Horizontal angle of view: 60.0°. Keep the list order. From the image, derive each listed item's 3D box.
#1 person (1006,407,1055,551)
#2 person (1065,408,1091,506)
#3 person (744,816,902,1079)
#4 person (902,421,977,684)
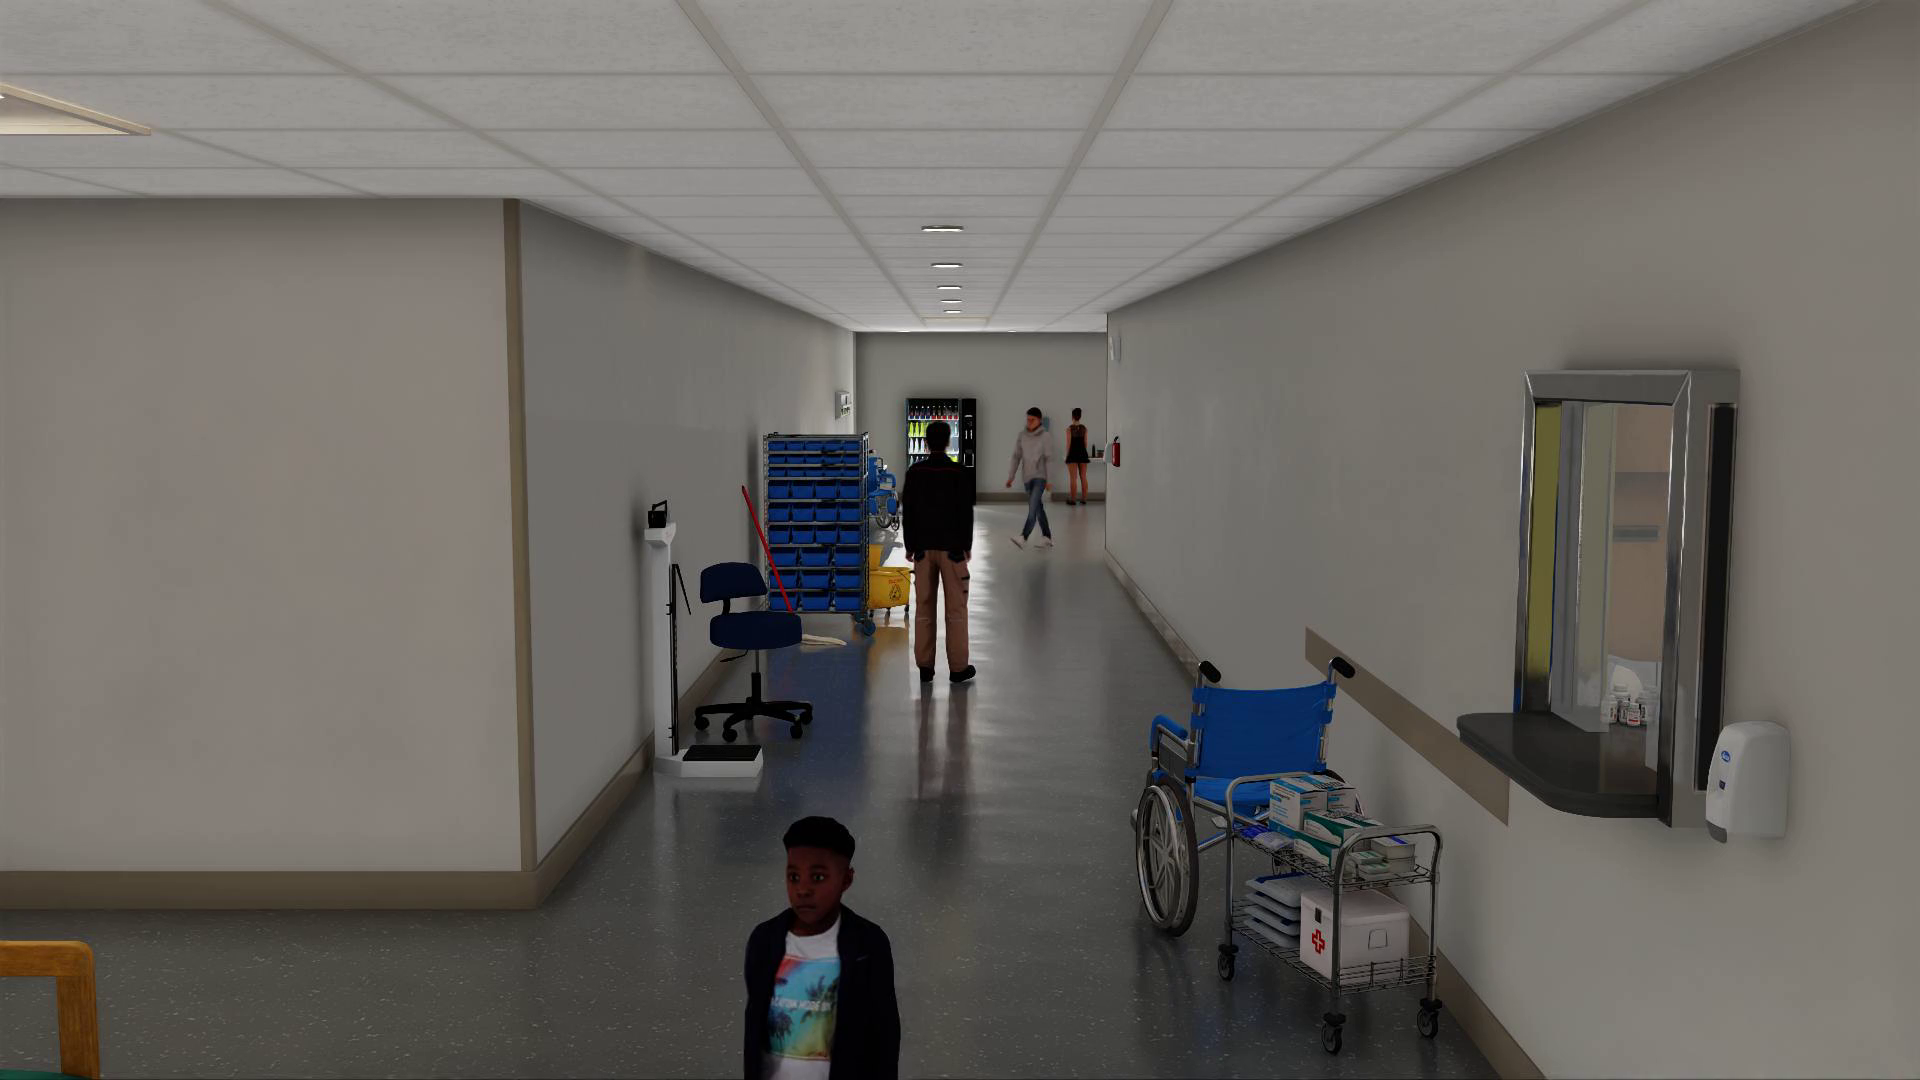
[{"bbox_3d":[1.026,-0.749,21.185,1.216,1.799,1.227,5,8,41],"label":"person"},{"bbox_3d":[2.023,-1.448,28.762,0.618,1.673,0.718,-2,6,-22],"label":"person"},{"bbox_3d":[-0.322,1.259,3.914,0.653,1.262,0.639,1,6,10],"label":"person"},{"bbox_3d":[-0.155,0.081,12.310,0.622,1.925,0.804,1,6,13],"label":"person"}]
